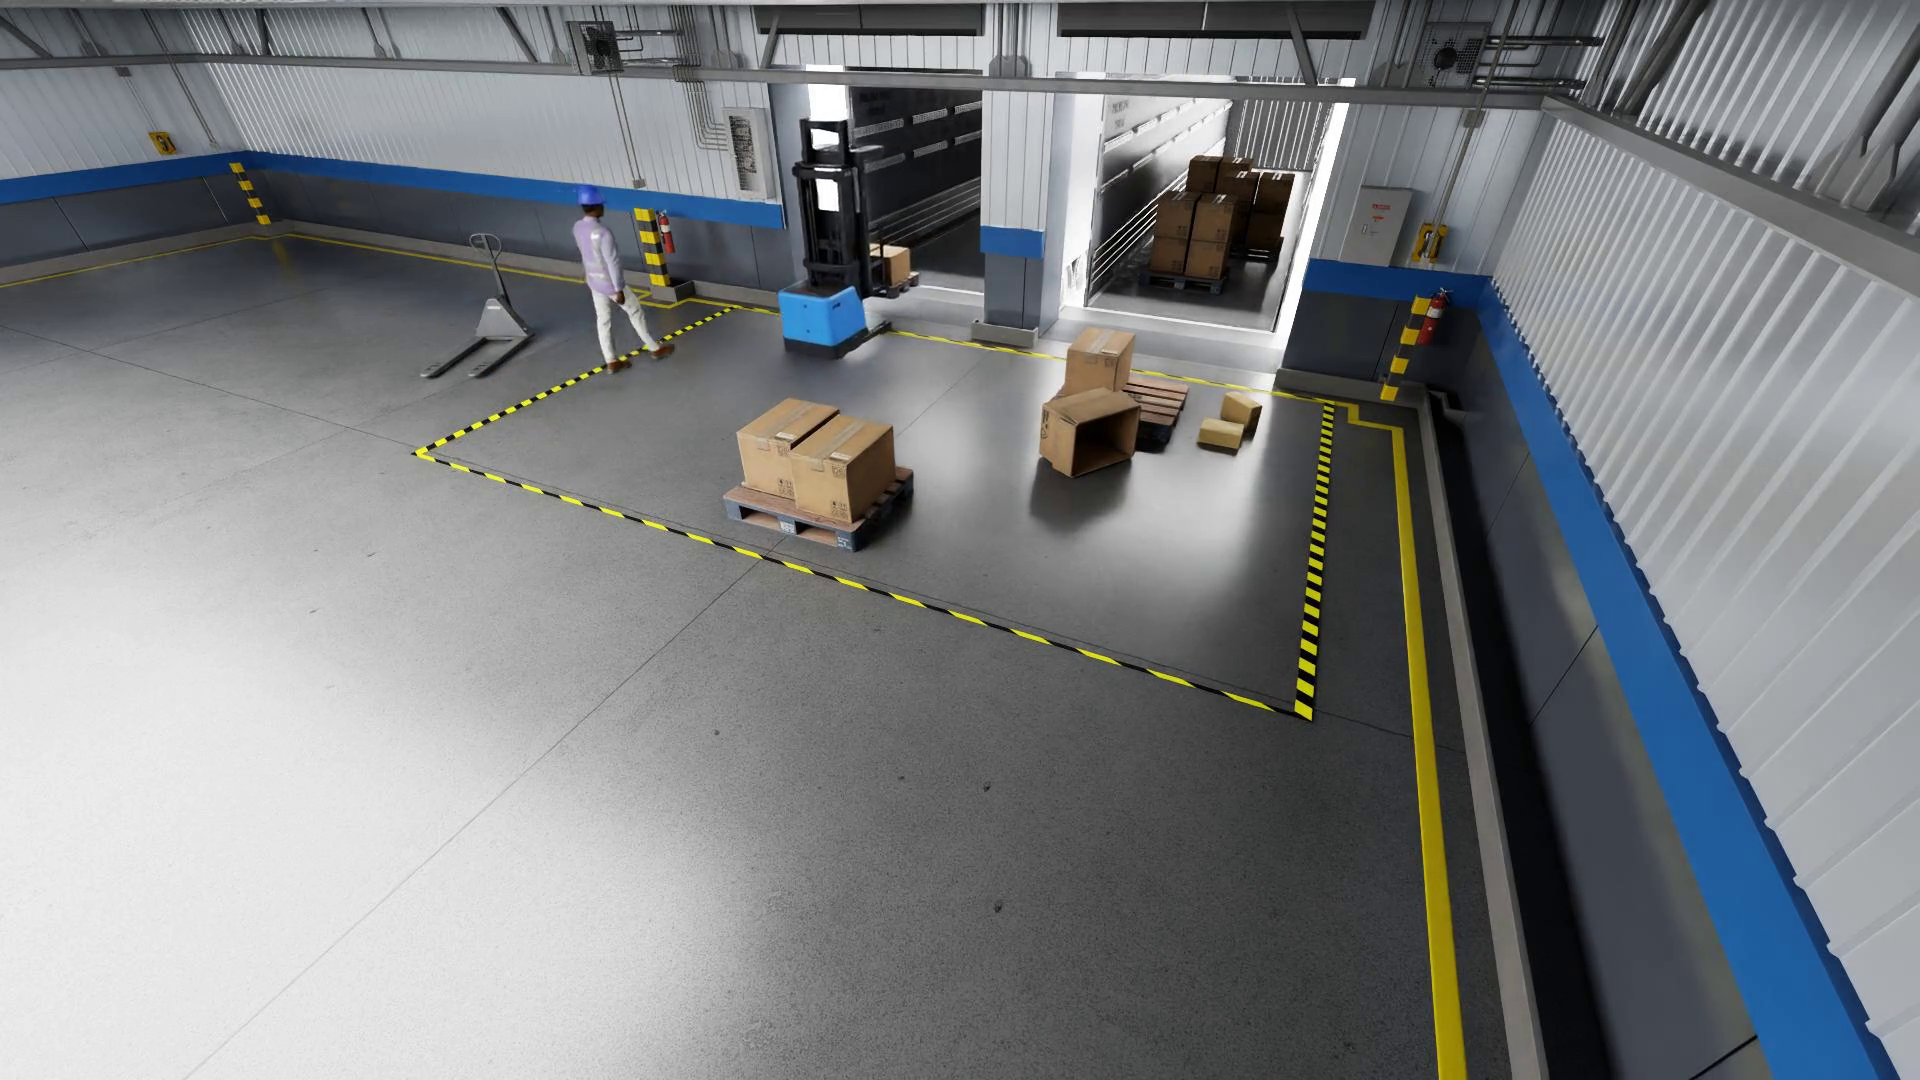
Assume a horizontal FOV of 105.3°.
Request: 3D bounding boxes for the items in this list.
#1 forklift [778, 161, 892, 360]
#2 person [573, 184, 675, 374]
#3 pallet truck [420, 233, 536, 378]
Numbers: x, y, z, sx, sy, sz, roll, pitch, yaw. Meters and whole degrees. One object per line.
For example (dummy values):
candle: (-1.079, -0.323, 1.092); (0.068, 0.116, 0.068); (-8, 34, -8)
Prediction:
forklift: (-1.589, -3.170, 8.378); (0.716, 2.013, 0.776); (15, 38, 20)
person: (-3.735, -2.846, 8.018); (0.624, 1.918, 0.831); (20, 40, 26)
pallet truck: (-5.664, -2.712, 8.427); (0.680, 1.201, 1.601); (0, 35, -1)
